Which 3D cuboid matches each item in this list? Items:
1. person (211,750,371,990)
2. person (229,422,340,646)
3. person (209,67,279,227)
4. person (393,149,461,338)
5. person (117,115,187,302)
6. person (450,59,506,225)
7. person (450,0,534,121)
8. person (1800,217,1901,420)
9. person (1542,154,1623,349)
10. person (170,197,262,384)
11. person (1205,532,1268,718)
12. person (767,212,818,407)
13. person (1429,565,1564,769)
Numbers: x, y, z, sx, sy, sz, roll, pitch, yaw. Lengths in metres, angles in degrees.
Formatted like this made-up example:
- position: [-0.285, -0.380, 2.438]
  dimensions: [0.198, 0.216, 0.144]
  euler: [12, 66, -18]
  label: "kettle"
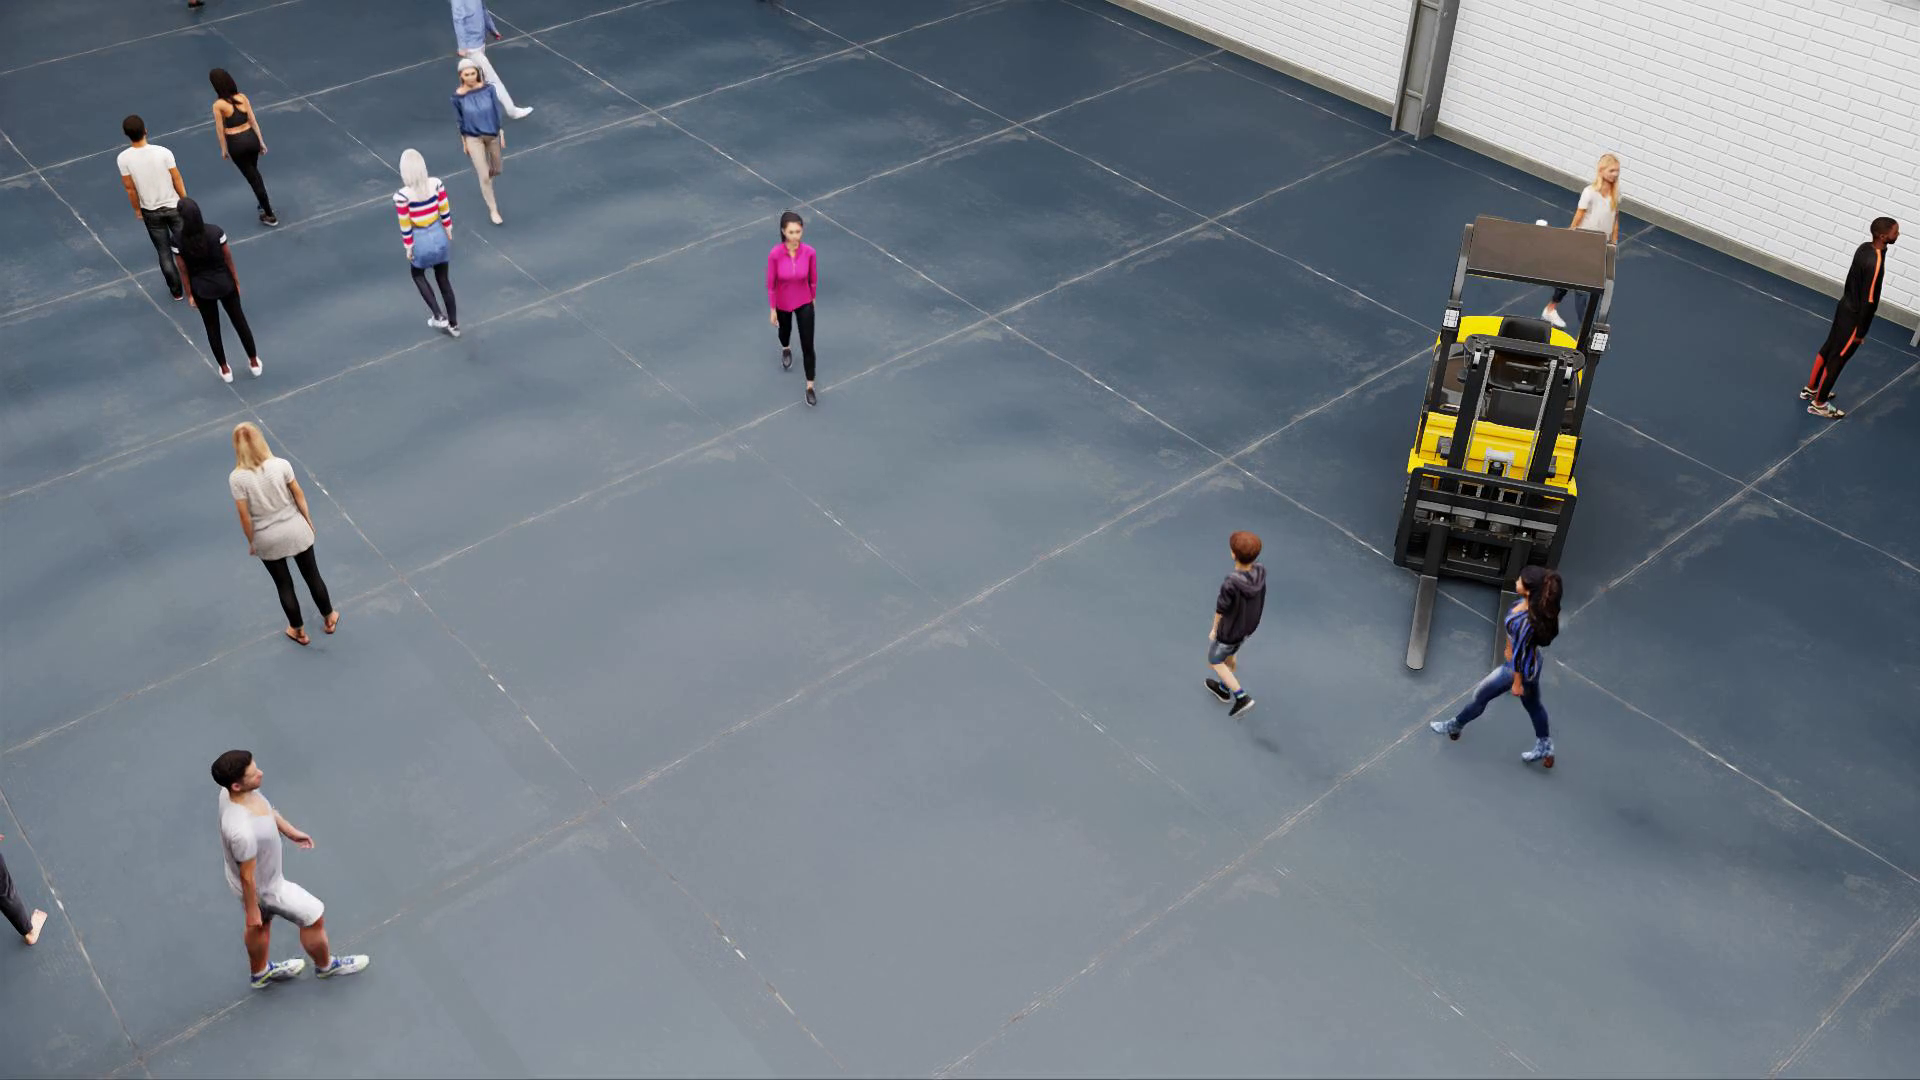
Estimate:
- position: [-3.995, 1.888, 9.228]
  dimensions: [0.853, 1.816, 0.892]
  euler: [-19, 42, -22]
  label: "person"
- position: [-4.748, -0.036, 11.630]
  dimensions: [0.631, 1.824, 0.564]
  euler: [-22, 44, -25]
  label: "person"
- position: [-7.110, -3.895, 16.620]
  dimensions: [0.716, 1.627, 0.629]
  euler: [24, 45, 27]
  label: "person"
- position: [-4.713, -2.620, 14.887]
  dimensions: [0.679, 1.797, 0.625]
  euler: [-31, 48, -33]
  label: "person"
- position: [-7.436, -3.095, 15.485]
  dimensions: [0.701, 1.804, 0.659]
  euler: [-14, 41, -16]
  label: "person"
- position: [-4.849, -4.070, 16.806]
  dimensions: [0.735, 1.680, 1.001]
  euler: [-19, 42, -22]
  label: "person"
- position: [-5.485, -5.547, 18.515]
  dimensions: [1.164, 1.845, 1.113]
  euler: [3, 39, 3]
  label: "person"
- position: [7.491, -1.891, 13.966]
  dimensions: [0.739, 1.808, 0.699]
  euler: [6, 39, 8]
  label: "person"
- position: [5.568, -2.652, 14.951]
  dimensions: [0.798, 1.768, 1.155]
  euler: [-18, 42, -21]
  label: "person"
- position: [-6.449, -2.173, 14.384]
  dimensions: [0.654, 1.727, 0.630]
  euler: [-17, 42, -20]
  label: "person"
- position: [1.880, 0.599, 11.150]
  dimensions: [0.560, 1.432, 0.734]
  euler: [-26, 45, -28]
  label: "person"
- position: [-1.456, -2.063, 14.308]
  dimensions: [0.971, 1.660, 1.207]
  euler: [-6, 39, -8]
  label: "person"
- position: [3.681, 0.851, 10.722]
  dimensions: [1.141, 1.572, 0.861]
  euler: [21, 43, 24]
  label: "person"
